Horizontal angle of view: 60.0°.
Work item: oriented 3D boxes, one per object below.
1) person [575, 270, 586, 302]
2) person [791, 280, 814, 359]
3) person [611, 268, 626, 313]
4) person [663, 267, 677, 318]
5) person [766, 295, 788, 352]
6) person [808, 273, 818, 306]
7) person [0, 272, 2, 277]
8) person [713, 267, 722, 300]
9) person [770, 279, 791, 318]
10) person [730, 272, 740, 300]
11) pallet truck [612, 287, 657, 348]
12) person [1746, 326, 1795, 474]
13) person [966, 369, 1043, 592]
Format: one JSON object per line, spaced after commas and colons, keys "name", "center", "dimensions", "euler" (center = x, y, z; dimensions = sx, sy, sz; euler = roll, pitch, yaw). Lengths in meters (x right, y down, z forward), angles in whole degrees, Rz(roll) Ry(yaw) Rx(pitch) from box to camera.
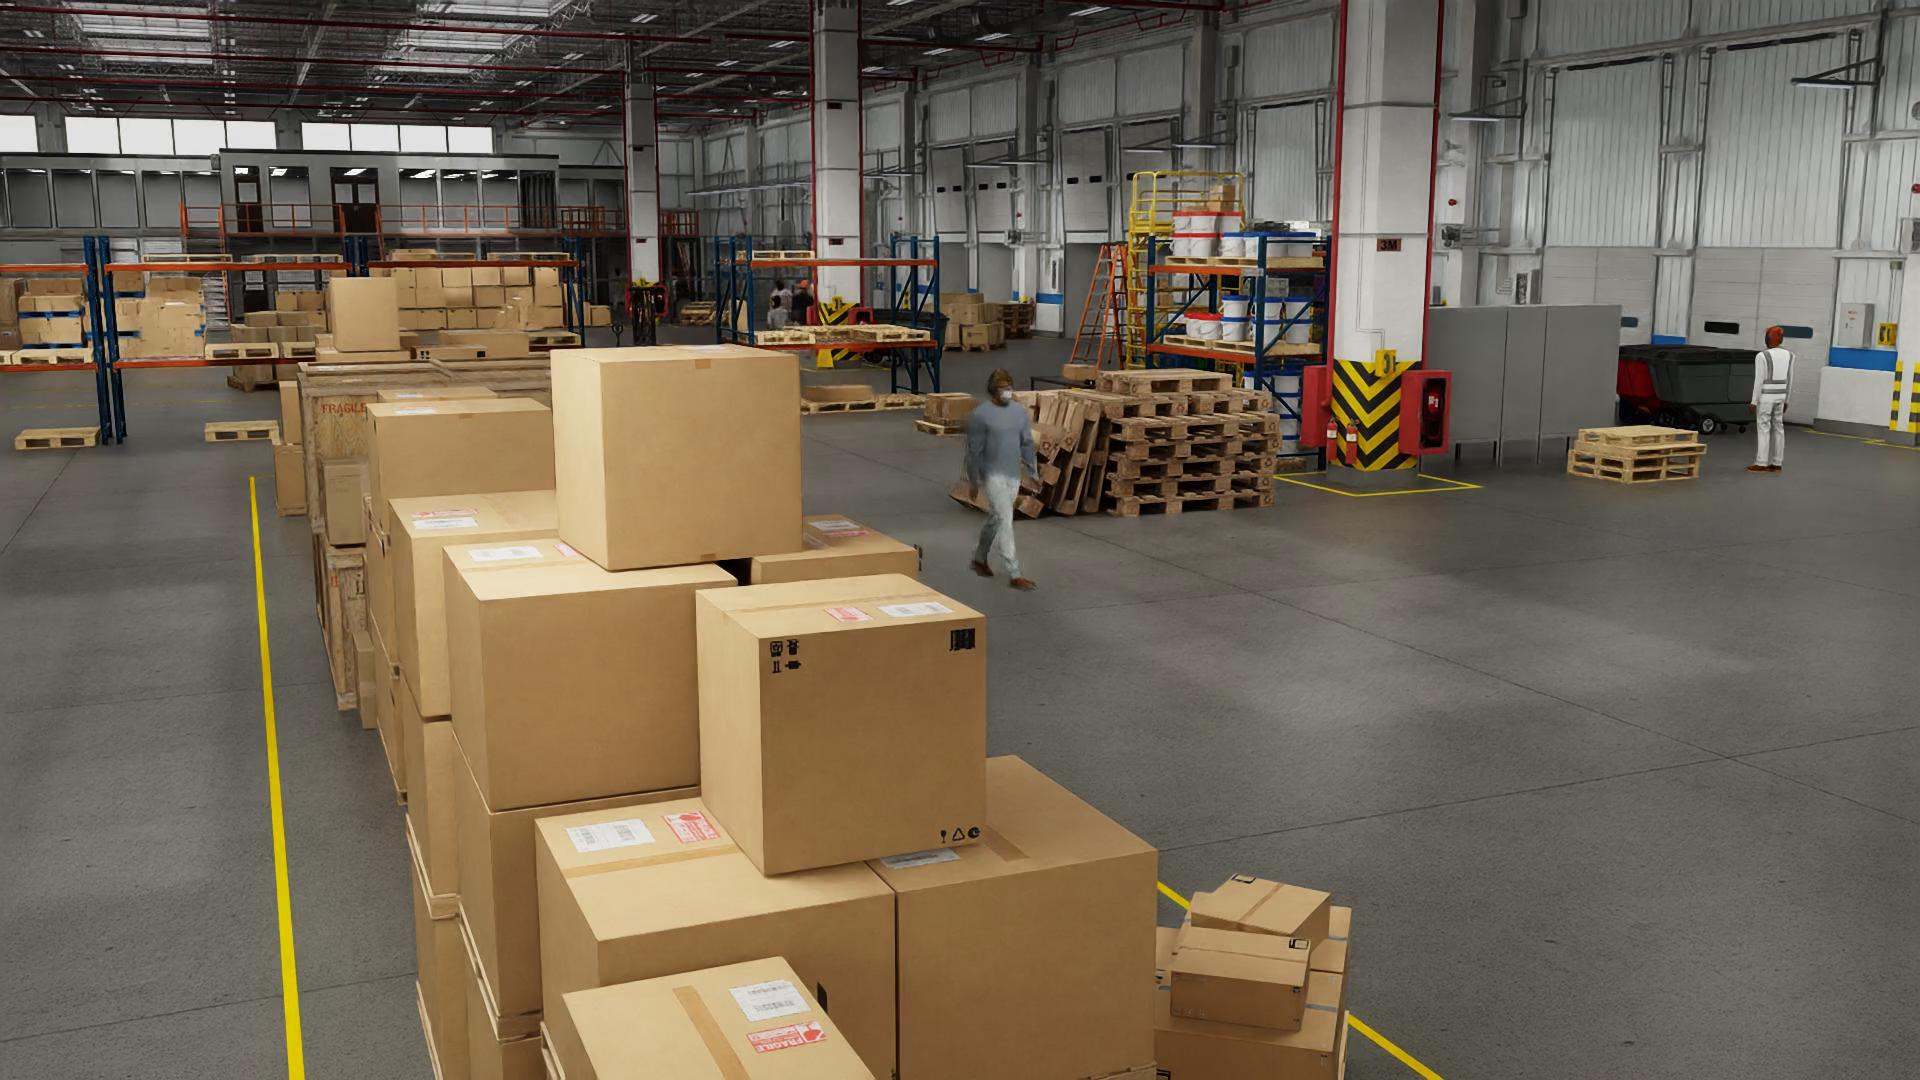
{"name": "person", "center": [-15.390, -10.096, 67.404], "dimensions": [0.311, 1.768, 0.533], "euler": [7, 13, 34]}
{"name": "person", "center": [-3.885, -5.420, 41.053], "dimensions": [0.613, 1.976, 0.795], "euler": [1, 10, 5]}
{"name": "person", "center": [-13.830, -10.161, 67.663], "dimensions": [0.622, 1.805, 0.930], "euler": [5, 12, 27]}
{"name": "person", "center": [-11.014, -9.356, 62.944], "dimensions": [0.550, 1.909, 0.735], "euler": [7, 12, 34]}
{"name": "person", "center": [-3.812, -4.175, 34.630], "dimensions": [0.971, 1.823, 0.540], "euler": [9, 14, 41]}
{"name": "person", "center": [-4.542, -7.549, 53.051], "dimensions": [0.590, 1.882, 0.927], "euler": [0, 10, 3]}
{"name": "person", "center": [-31.421, -7.829, 54.223], "dimensions": [0.852, 2.023, 0.620], "euler": [4, 11, 21]}
{"name": "person", "center": [-11.930, -12.791, 81.758], "dimensions": [0.407, 1.942, 0.615], "euler": [7, 12, 32]}
{"name": "person", "center": [-5.124, -6.509, 47.438], "dimensions": [0.657, 1.833, 0.430], "euler": [3, 11, 18]}
{"name": "person", "center": [-9.232, -10.239, 68.381], "dimensions": [0.539, 1.695, 0.318], "euler": [-4, 11, -23]}
{"name": "pallet truck", "center": [-6.464, -4.406, 35.401], "dimensions": [0.823, 1.965, 1.885], "euler": [6, 12, 32]}
{"name": "person", "center": [10.370, -1.787, 21.281], "dimensions": [0.582, 1.882, 0.338], "euler": [-3, 11, -17]}
{"name": "person", "center": [0.342, -0.548, 14.440], "dimensions": [0.630, 1.897, 1.014], "euler": [-9, 13, -40]}
